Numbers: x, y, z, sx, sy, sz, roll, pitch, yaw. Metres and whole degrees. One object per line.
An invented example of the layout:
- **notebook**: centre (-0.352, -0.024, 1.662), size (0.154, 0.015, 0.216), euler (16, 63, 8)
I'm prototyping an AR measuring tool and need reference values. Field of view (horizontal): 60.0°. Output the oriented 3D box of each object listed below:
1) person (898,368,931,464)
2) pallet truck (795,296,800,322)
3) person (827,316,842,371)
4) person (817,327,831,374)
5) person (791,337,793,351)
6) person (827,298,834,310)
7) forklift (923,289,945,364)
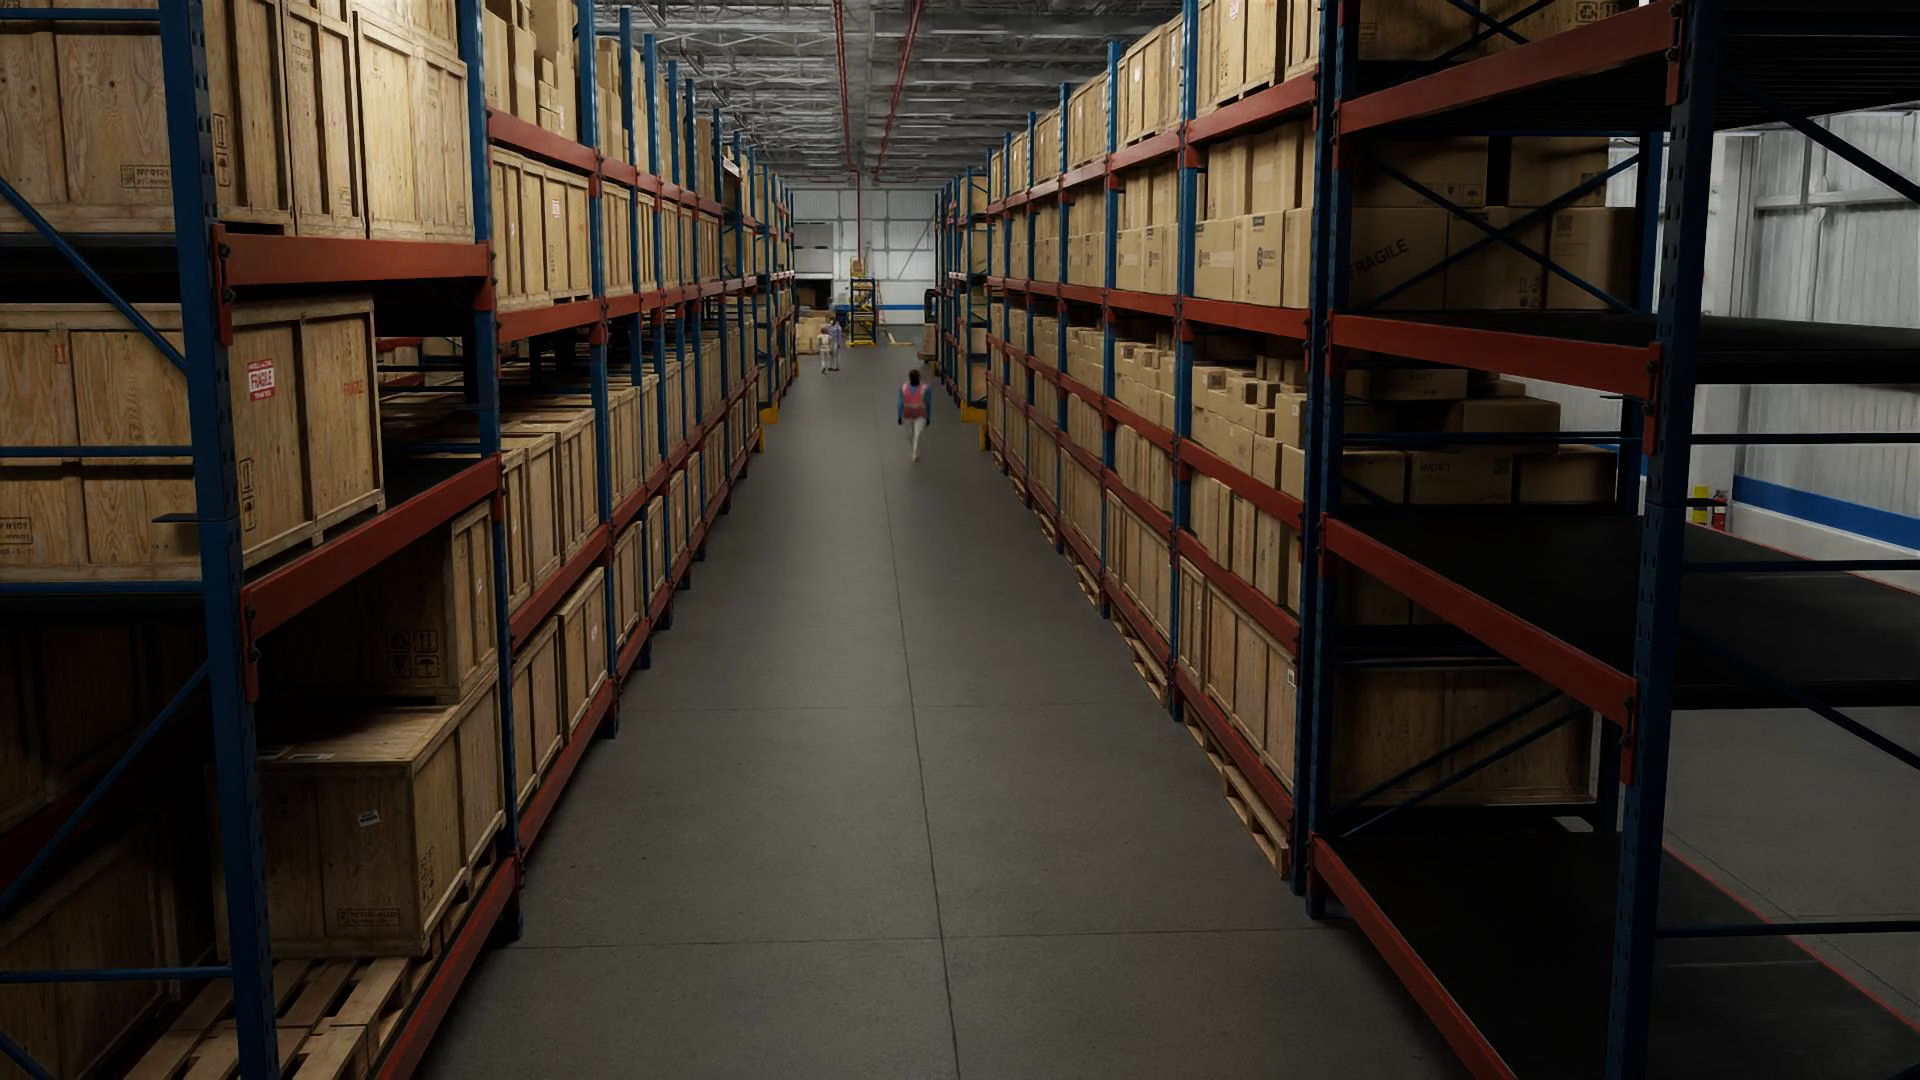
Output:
- **person**: centre (-0.855, -2.379, 31.830), size (0.636, 1.827, 0.698), euler (3, 10, 15)
- **pallet truck**: centre (-8.622, -12.439, 91.403), size (1.885, 1.965, 0.823), euler (2, 10, 13)
- **person**: centre (-4.442, -6.905, 58.518), size (0.627, 1.941, 0.371), euler (7, 12, 38)
- **person**: centre (-4.635, -6.465, 56.815), size (0.517, 1.622, 0.368), euler (-3, 10, -17)
- **person**: centre (-6.488, -7.442, 61.676), size (0.940, 1.962, 0.631), euler (8, 13, 40)
- **person**: centre (-6.844, -11.830, 87.986), size (0.447, 1.922, 0.627), euler (-6, 11, -30)
- **forklift**: centre (-0.810, -8.122, 62.985), size (1.129, 2.768, 1.873), euler (-1, 10, -3)
